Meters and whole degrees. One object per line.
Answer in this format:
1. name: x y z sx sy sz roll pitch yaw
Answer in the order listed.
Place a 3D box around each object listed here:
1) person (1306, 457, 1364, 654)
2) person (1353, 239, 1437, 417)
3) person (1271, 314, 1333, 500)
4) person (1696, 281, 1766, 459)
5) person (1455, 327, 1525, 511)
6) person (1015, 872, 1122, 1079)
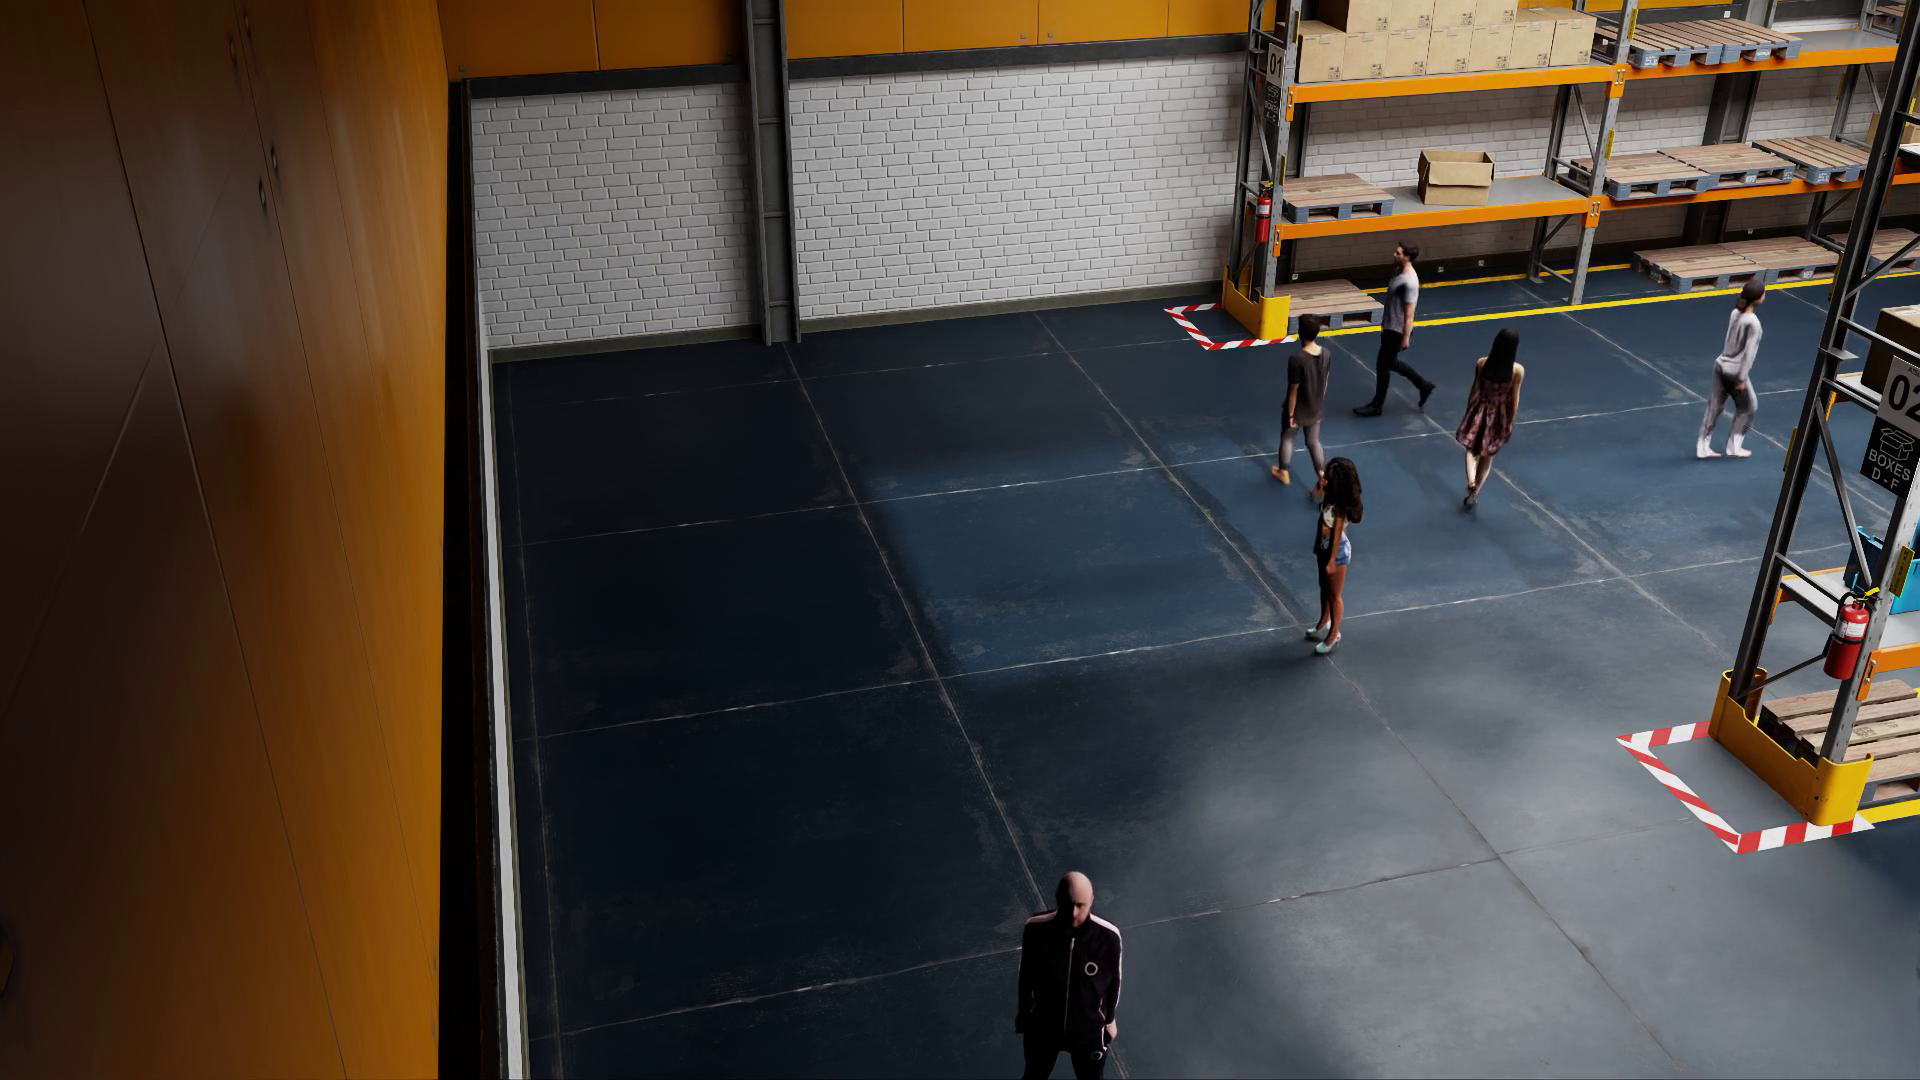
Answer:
1. person: 2.852 0.104 12.729 0.598 1.621 0.583 -3 29 -6
2. person: 4.420 -2.082 16.505 1.144 1.844 0.892 1 29 2
3. person: 3.158 -1.184 15.020 0.969 1.690 0.713 -9 30 -16
4. person: 7.199 -1.571 15.660 0.792 1.756 0.675 -4 29 -7
5. person: 4.641 -0.995 14.603 0.925 1.757 0.950 9 30 16
6. person: 0.534 2.391 8.311 0.648 1.837 0.804 3 29 5
